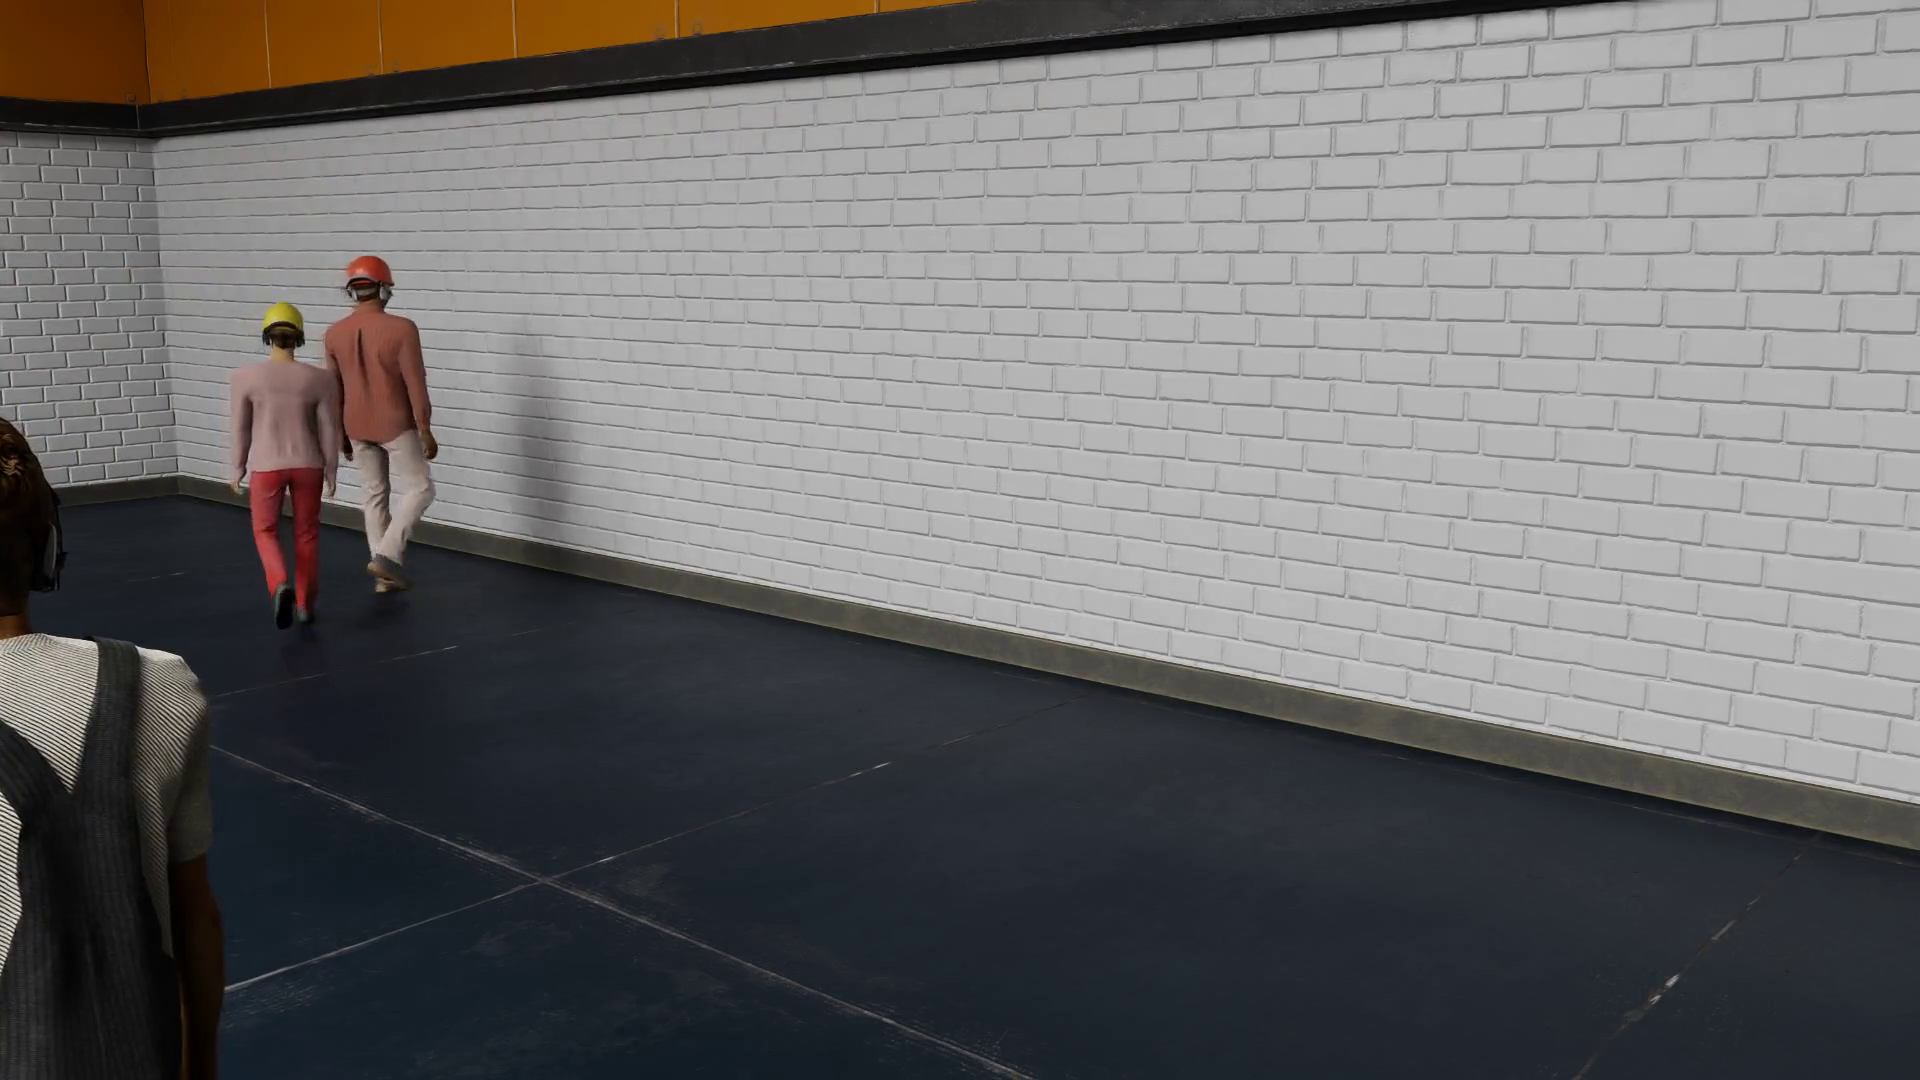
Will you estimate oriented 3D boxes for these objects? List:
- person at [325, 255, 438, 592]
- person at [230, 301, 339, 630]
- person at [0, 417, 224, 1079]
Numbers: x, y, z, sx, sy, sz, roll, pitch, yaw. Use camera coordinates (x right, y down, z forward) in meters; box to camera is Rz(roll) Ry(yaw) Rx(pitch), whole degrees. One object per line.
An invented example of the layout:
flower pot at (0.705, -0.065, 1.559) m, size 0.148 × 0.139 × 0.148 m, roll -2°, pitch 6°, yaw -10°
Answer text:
person at (-3.352, -0.651, 9.646) m, size 0.672 × 1.980 × 0.571 m, roll 3°, pitch 10°, yaw 16°
person at (-3.536, -0.376, 8.746) m, size 0.538 × 1.746 × 0.632 m, roll -5°, pitch 11°, yaw -26°
person at (-1.120, 0.757, 2.026) m, size 0.327 × 1.843 × 0.516 m, roll 5°, pitch 11°, yaw 27°
